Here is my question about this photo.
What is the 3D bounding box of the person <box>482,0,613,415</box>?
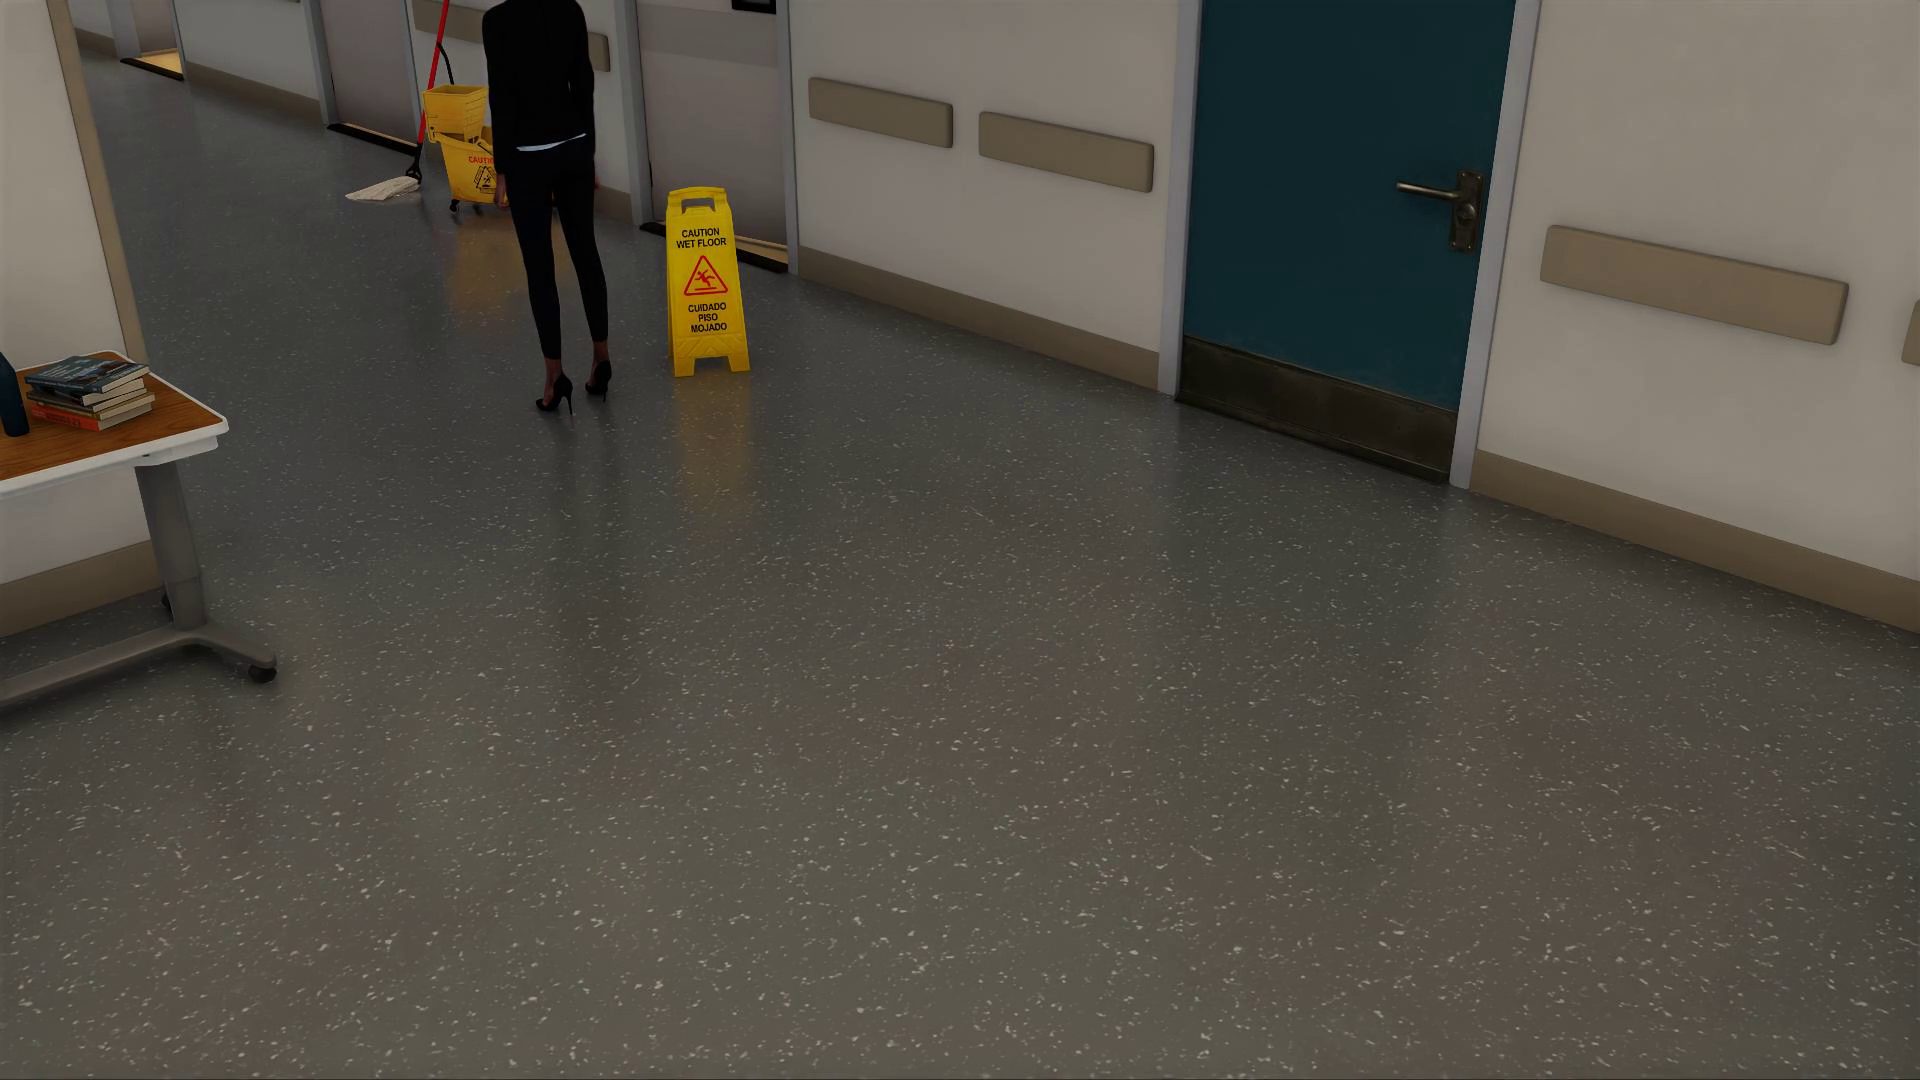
[{"bbox_3d":[-1.556,-1.384,6.316,0.595,1.834,0.509,-22,34,-38],"label":"person"}]
